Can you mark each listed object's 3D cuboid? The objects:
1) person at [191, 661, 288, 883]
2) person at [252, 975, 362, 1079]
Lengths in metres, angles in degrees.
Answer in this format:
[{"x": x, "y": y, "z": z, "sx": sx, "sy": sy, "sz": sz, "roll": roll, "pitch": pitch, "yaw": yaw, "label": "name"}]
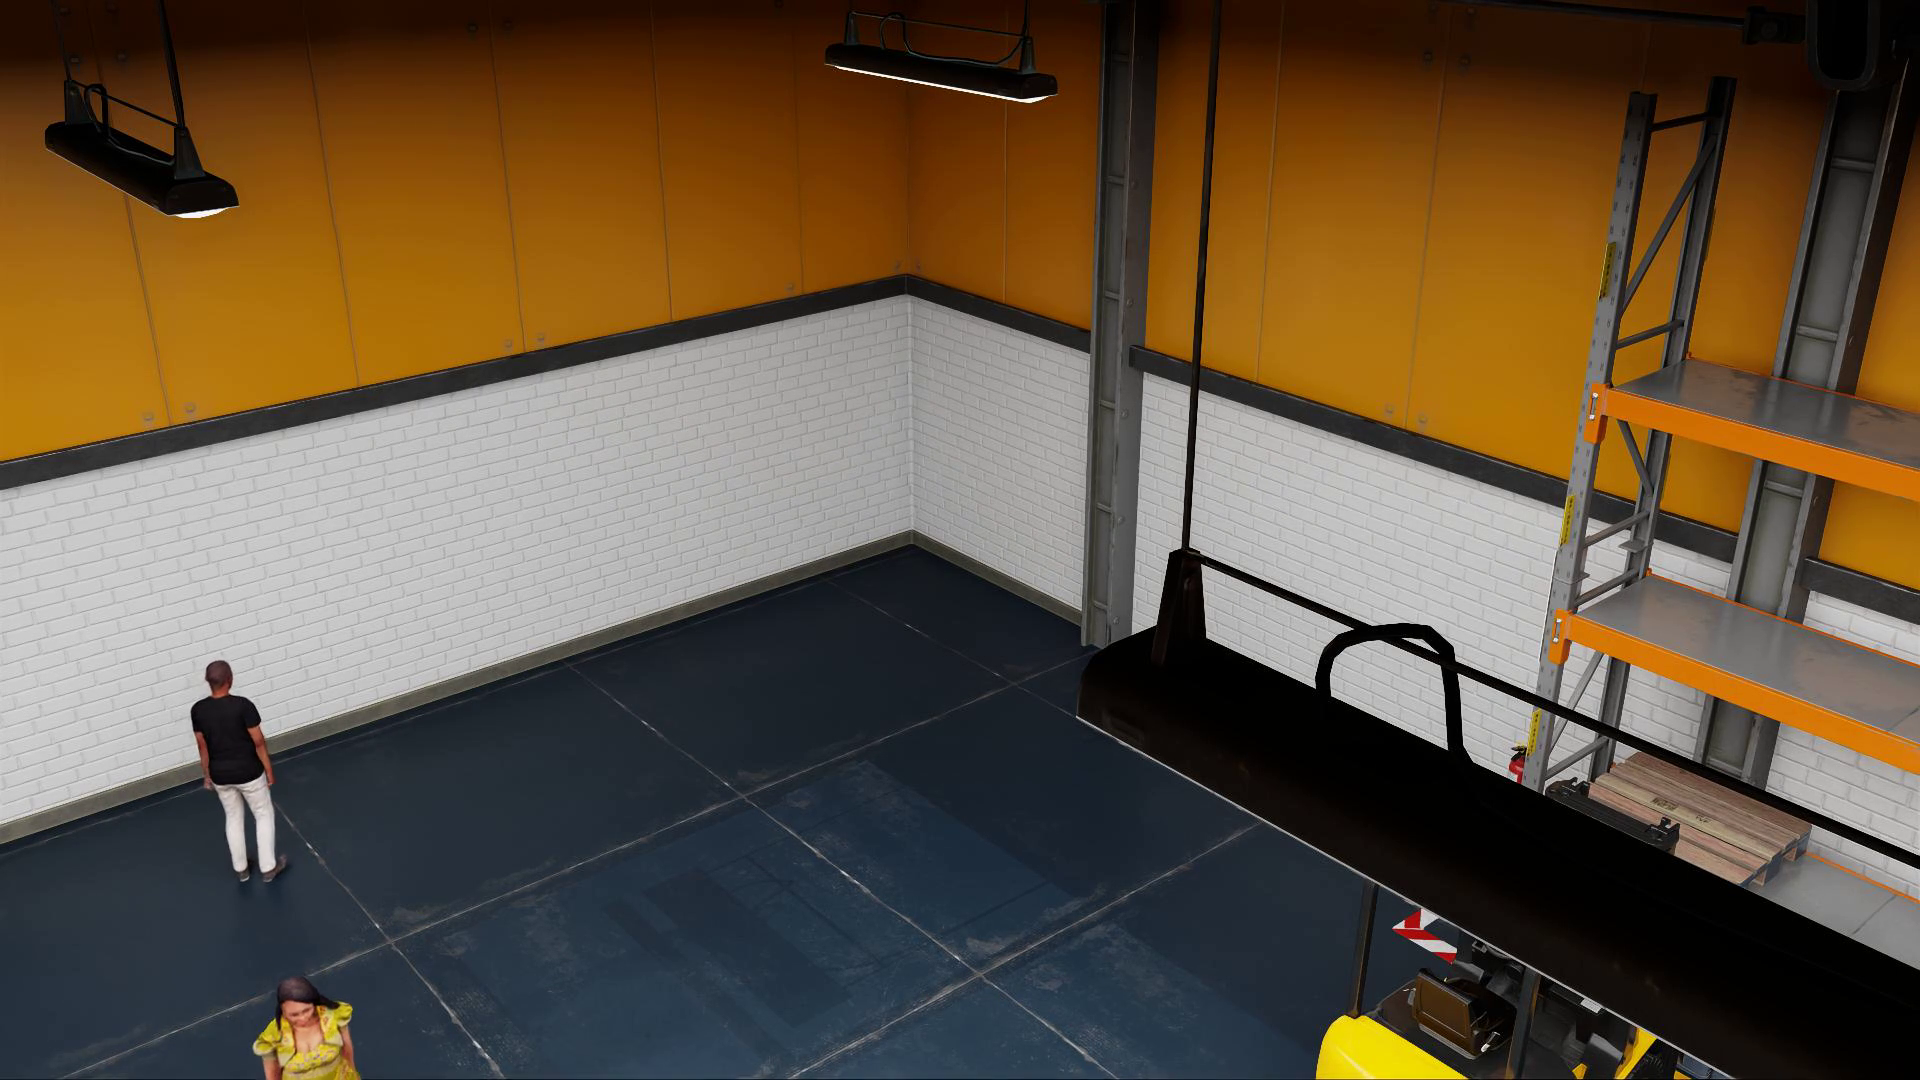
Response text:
[{"x": -5.352, "y": 1.741, "z": 12.318, "sx": 0.776, "sy": 1.793, "sz": 0.818, "roll": 0, "pitch": 24, "yaw": 0, "label": "person"}, {"x": -3.676, "y": 3.085, "z": 9.441, "sx": 0.783, "sy": 1.634, "sz": 0.992, "roll": -16, "pitch": 28, "yaw": -32, "label": "person"}]
